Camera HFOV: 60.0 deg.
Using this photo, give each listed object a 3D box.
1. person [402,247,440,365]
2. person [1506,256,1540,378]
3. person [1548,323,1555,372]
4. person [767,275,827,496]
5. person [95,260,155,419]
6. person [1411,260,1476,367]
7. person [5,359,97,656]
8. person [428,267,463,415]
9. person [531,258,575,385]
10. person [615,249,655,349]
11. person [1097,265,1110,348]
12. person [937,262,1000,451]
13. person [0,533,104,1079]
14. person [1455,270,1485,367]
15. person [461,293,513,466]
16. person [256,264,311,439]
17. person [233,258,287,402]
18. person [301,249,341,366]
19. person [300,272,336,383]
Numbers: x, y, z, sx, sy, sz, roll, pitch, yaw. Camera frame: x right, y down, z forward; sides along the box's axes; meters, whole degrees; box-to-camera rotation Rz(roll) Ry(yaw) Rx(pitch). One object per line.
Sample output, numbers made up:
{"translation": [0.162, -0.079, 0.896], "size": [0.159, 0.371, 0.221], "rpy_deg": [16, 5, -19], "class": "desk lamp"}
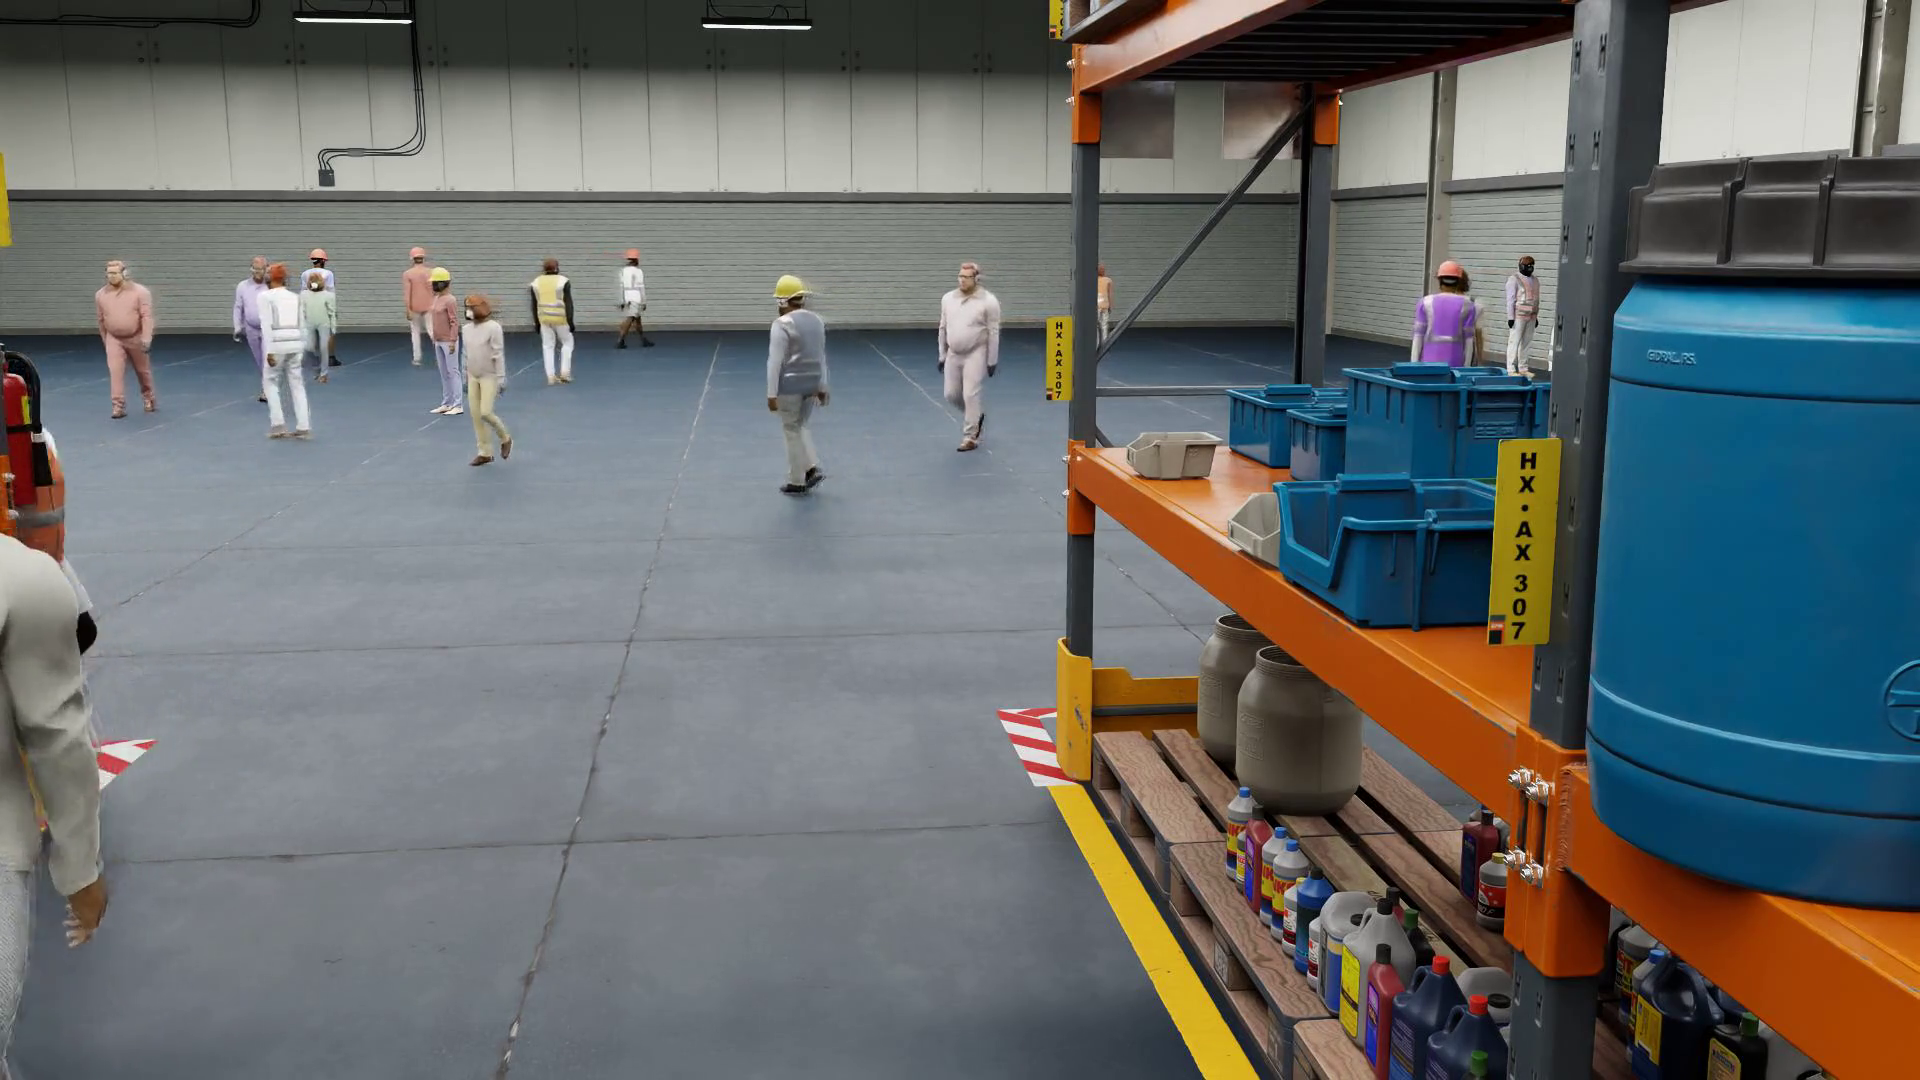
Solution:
{"translation": [-8.909, -3.876, 27.631], "size": [0.626, 1.973, 0.812], "rpy_deg": [-8, 13, -37], "class": "person"}
{"translation": [8.539, -3.368, 25.181], "size": [0.636, 1.842, 0.429], "rpy_deg": [-6, 12, -31], "class": "person"}
{"translation": [5.910, -1.643, 16.278], "size": [0.306, 1.640, 0.521], "rpy_deg": [4, 11, 23], "class": "person"}
{"translation": [-1.370, -1.268, 13.734], "size": [0.428, 1.814, 0.623], "rpy_deg": [7, 13, 34], "class": "person"}
{"translation": [-9.973, -2.417, 19.929], "size": [0.631, 1.861, 0.977], "rpy_deg": [-2, 11, -13], "class": "person"}
{"translation": [4.540, -1.672, 15.675], "size": [0.588, 1.914, 0.493], "rpy_deg": [2, 11, 10], "class": "person"}
{"translation": [-3.703, 0.106, 6.606], "size": [0.366, 1.666, 0.572], "rpy_deg": [0, 10, 2], "class": "person"}
{"translation": [-6.198, -2.384, 19.995], "size": [0.310, 1.770, 0.522], "rpy_deg": [-10, 14, -42], "class": "person"}
{"translation": [-5.867, -3.172, 24.156], "size": [0.661, 1.821, 0.594], "rpy_deg": [2, 11, 12], "class": "person"}
{"translation": [-6.297, -4.624, 31.938], "size": [0.554, 1.898, 0.995], "rpy_deg": [9, 13, 39], "class": "person"}
{"translation": [2.602, -4.305, 30.951], "size": [0.561, 1.621, 0.344], "rpy_deg": [-7, 13, -36], "class": "person"}
{"translation": [0.099, -1.853, 16.750], "size": [0.655, 1.887, 0.620], "rpy_deg": [6, 12, 29], "class": "person"}
{"translation": [-1.965, 0.643, 3.089], "size": [0.646, 1.879, 1.081], "rpy_deg": [-2, 11, -13], "class": "person"}
{"translation": [4.930, -1.797, 16.670], "size": [0.539, 1.795, 0.951], "rpy_deg": [0, 10, 2], "class": "person"}
{"translation": [-4.452, -1.495, 15.530], "size": [0.519, 1.614, 0.389], "rpy_deg": [6, 12, 28], "class": "person"}
{"translation": [-7.148, -1.986, 17.619], "size": [0.612, 1.838, 0.608], "rpy_deg": [6, 12, 31], "class": "person"}
{"translation": [-9.129, -2.748, 21.769], "size": [0.643, 1.859, 1.009], "rpy_deg": [0, 10, -1], "class": "person"}
{"translation": [-10.559, -3.833, 27.495], "size": [0.542, 1.929, 0.374], "rpy_deg": [0, 10, 3], "class": "person"}
{"translation": [-9.414, -3.113, 24.367], "size": [0.534, 1.616, 0.340], "rpy_deg": [-1, 10, -4], "class": "person"}
